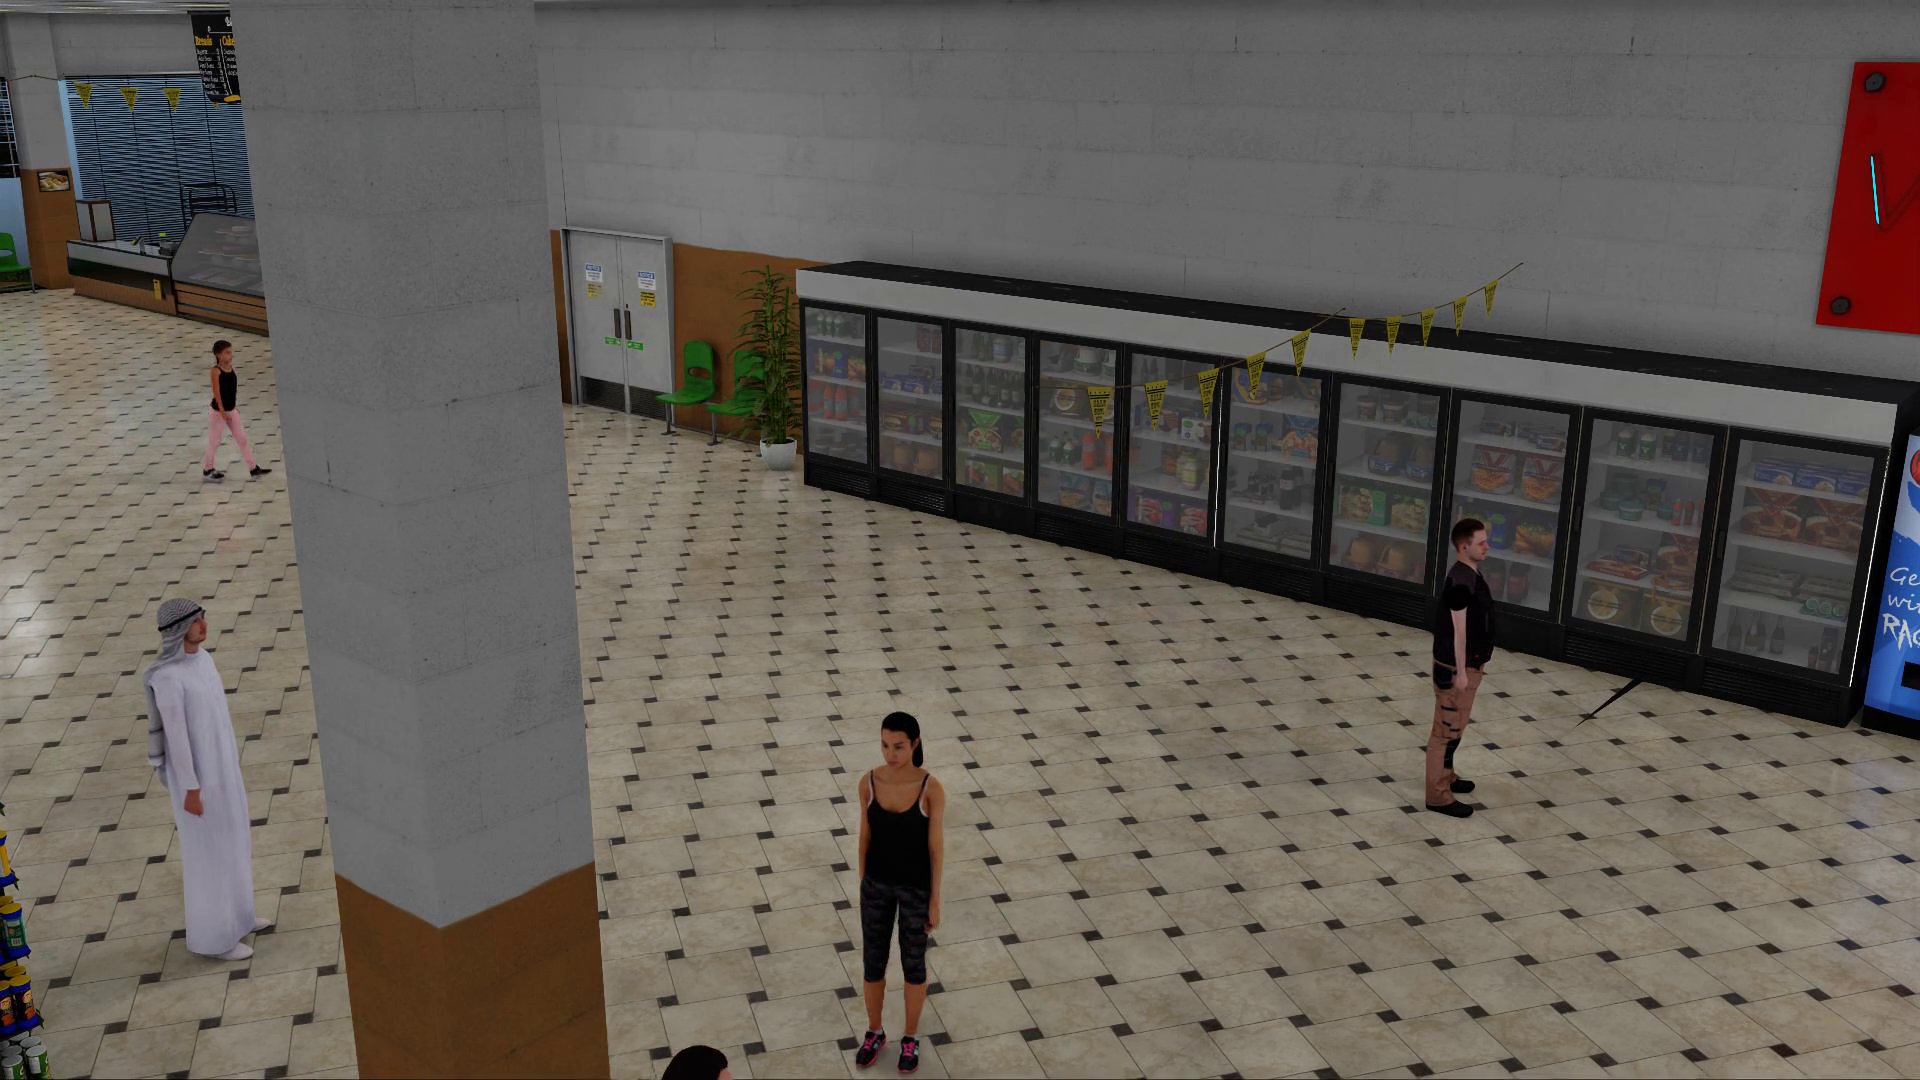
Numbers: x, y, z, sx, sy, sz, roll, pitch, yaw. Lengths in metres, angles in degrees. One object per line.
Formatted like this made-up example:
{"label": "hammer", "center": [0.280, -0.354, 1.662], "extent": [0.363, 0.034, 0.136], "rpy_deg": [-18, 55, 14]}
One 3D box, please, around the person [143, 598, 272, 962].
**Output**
{"label": "person", "center": [-3.903, 1.210, 8.560], "extent": [0.855, 1.927, 0.795], "rpy_deg": [-2, 17, -5]}

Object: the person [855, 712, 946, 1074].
{"label": "person", "center": [-0.250, 1.586, 7.670], "extent": [0.681, 1.725, 0.725], "rpy_deg": [4, 17, 12]}

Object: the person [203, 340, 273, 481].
{"label": "person", "center": [-7.886, -1.347, 17.682], "extent": [0.828, 1.519, 0.989], "rpy_deg": [5, 18, 17]}

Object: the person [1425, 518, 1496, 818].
{"label": "person", "center": [3.053, 0.749, 10.226], "extent": [0.819, 1.842, 0.664], "rpy_deg": [6, 18, 18]}
